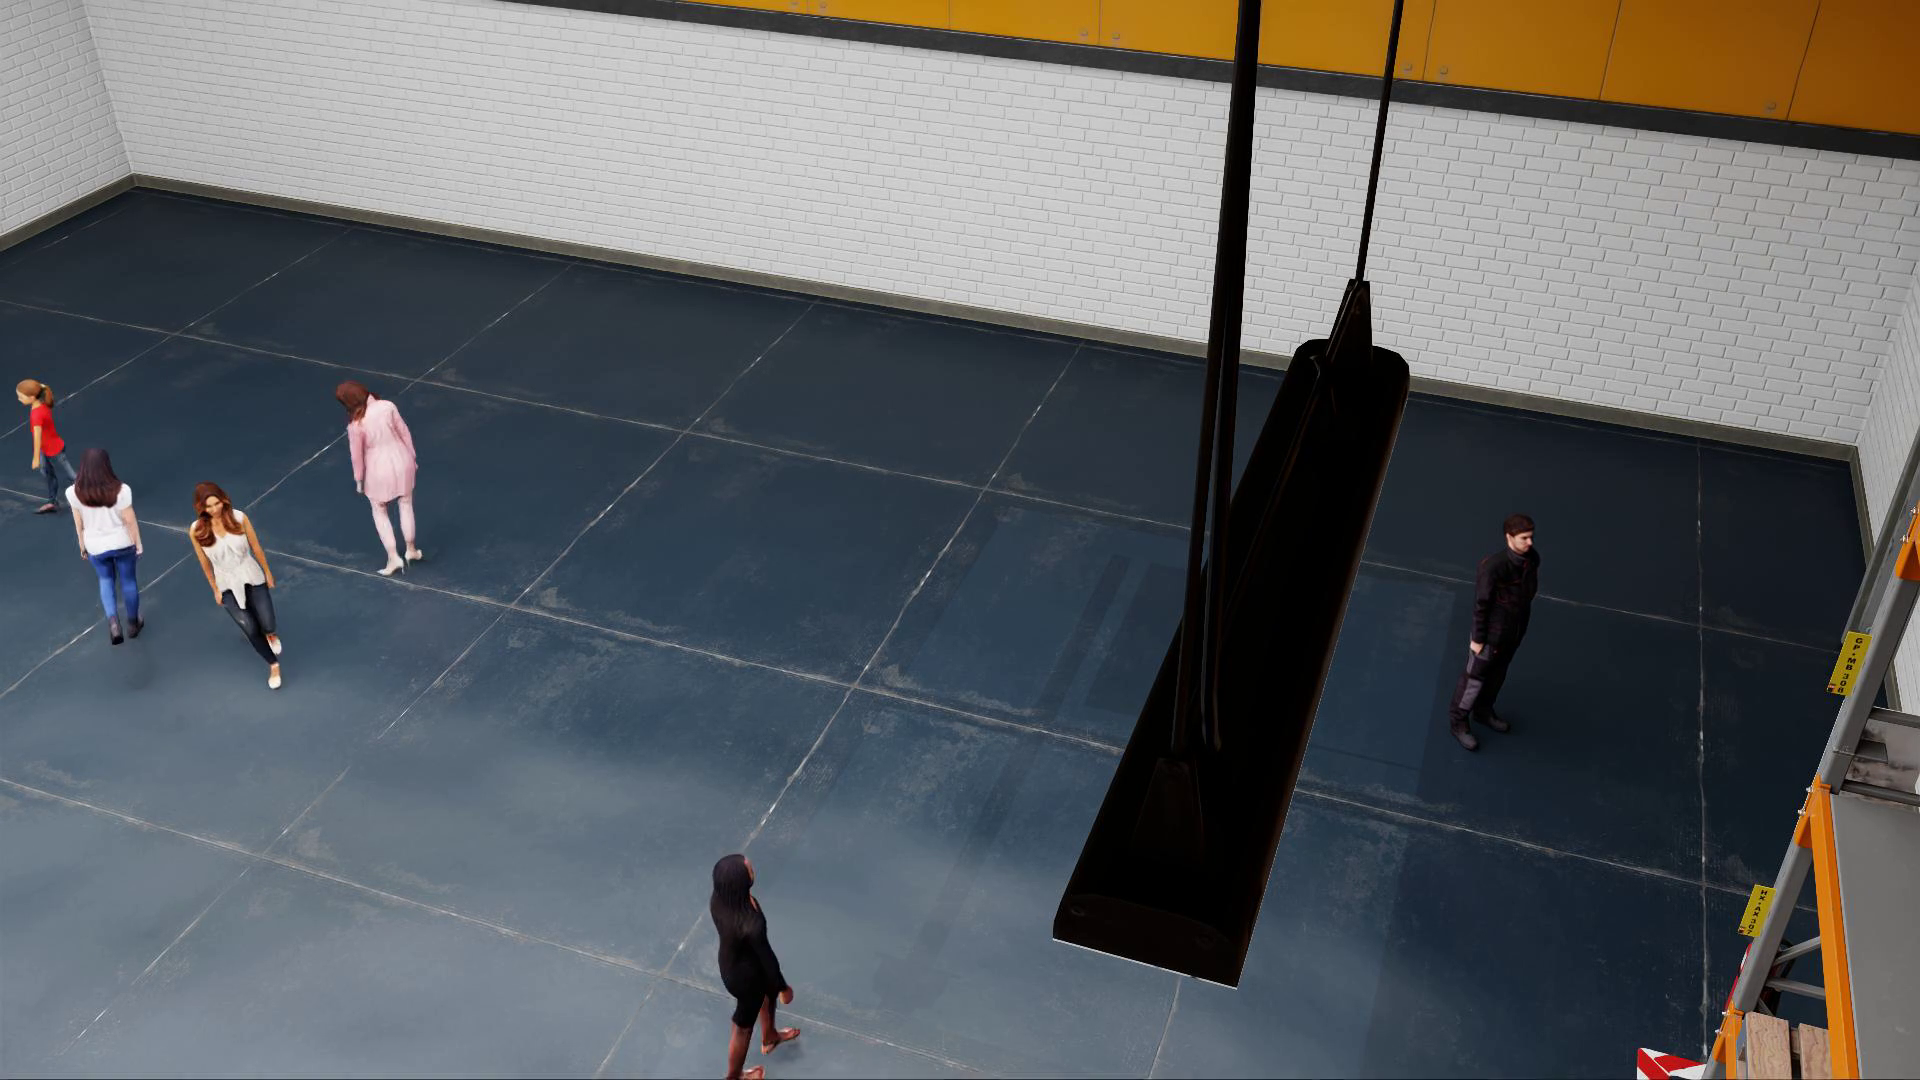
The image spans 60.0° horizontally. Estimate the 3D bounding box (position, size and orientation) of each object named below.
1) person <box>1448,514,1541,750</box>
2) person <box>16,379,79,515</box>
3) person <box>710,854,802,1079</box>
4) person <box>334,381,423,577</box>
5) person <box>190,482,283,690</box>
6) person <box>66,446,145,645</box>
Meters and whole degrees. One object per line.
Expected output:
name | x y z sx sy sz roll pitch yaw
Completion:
person | 3.744 0.608 11.601 0.741 1.838 0.855 -21 39 -28
person | -7.665 -0.788 14.195 0.811 1.293 0.743 -17 37 -24
person | -1.239 2.399 9.026 0.916 1.707 0.848 -17 37 -23
person | -4.575 -0.541 13.395 0.718 1.766 0.827 -13 36 -18
person | -5.280 0.286 12.155 0.847 1.761 0.906 -16 37 -23
person | -6.376 0.120 12.498 0.852 1.659 0.932 -10 35 -15
